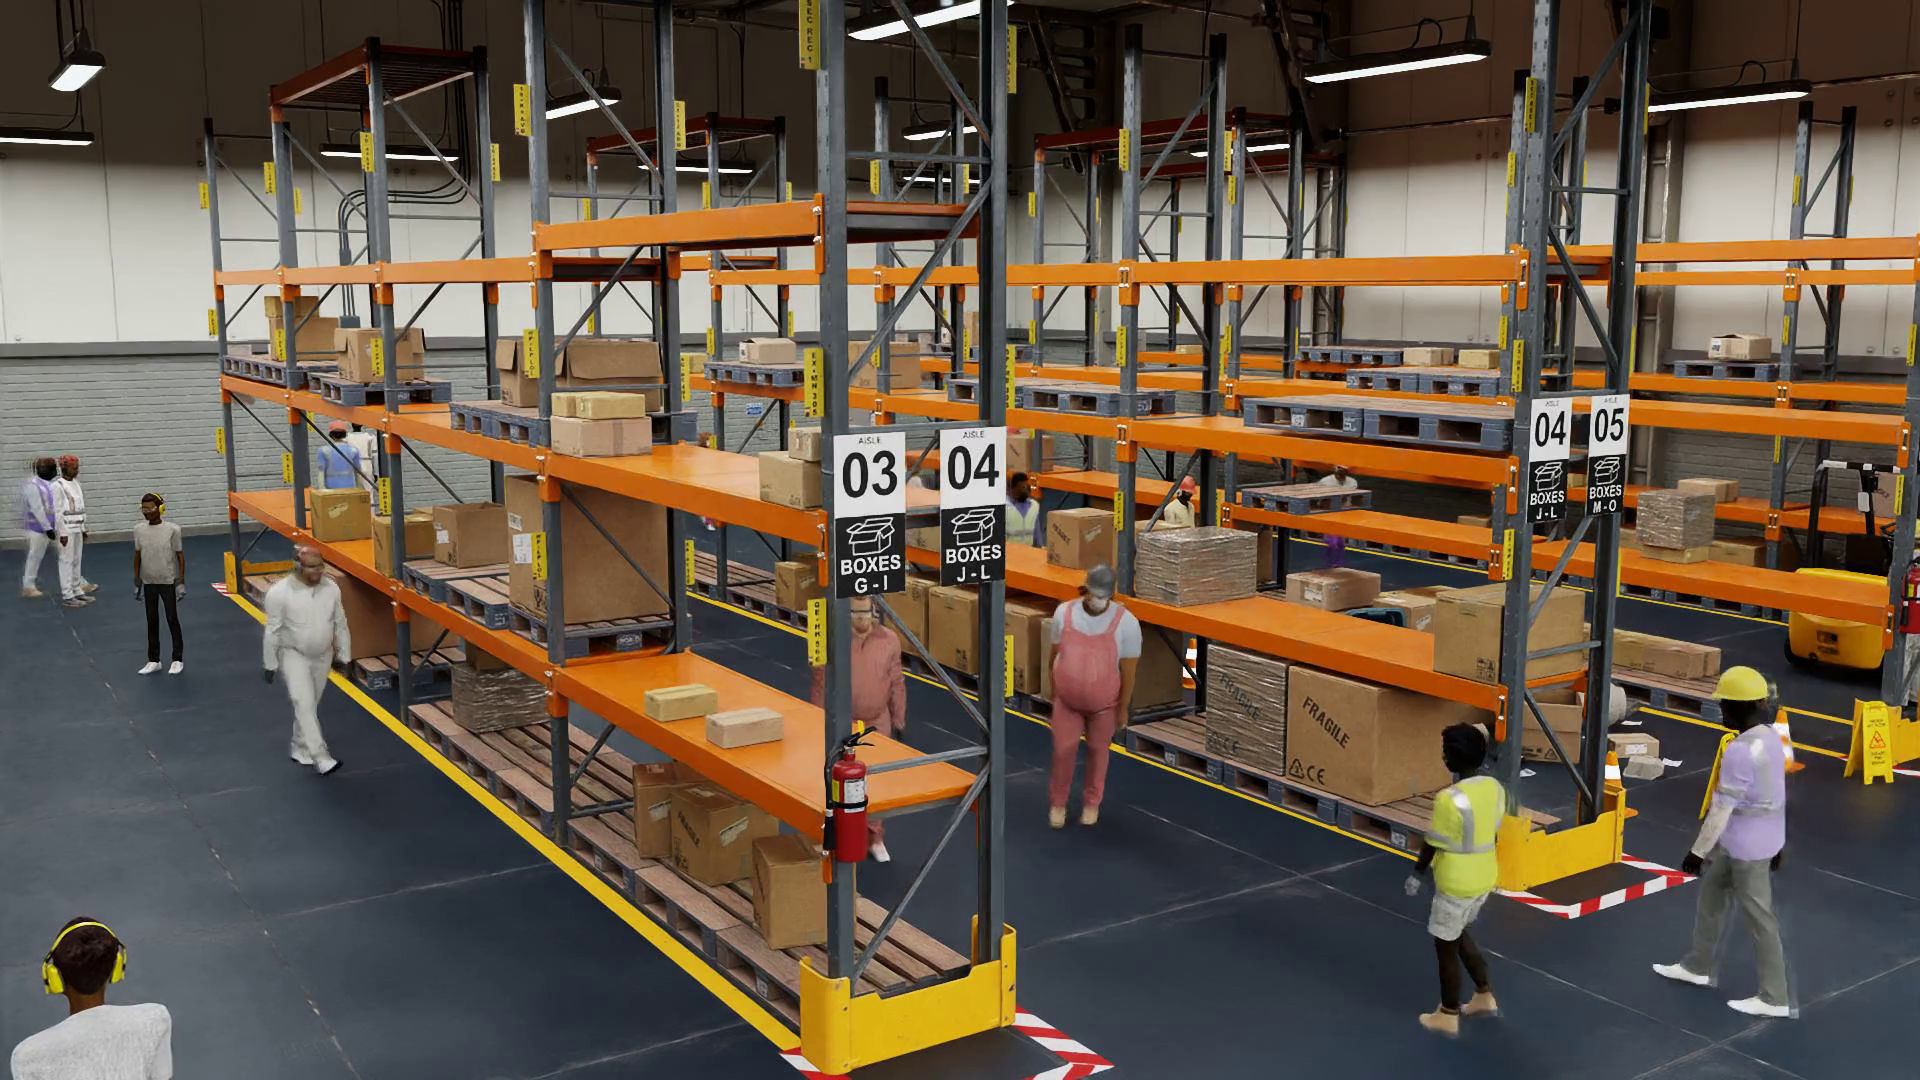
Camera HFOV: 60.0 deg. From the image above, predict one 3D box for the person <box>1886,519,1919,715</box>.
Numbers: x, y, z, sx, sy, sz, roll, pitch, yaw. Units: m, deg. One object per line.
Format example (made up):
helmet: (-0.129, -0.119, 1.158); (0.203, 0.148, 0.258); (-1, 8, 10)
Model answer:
person: (8.763, 0.700, 15.394); (0.600, 1.829, 0.404); (-5, 10, -29)

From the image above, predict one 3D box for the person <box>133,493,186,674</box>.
person: (-8.175, 0.445, 16.967); (0.535, 1.869, 0.314); (0, 9, 0)

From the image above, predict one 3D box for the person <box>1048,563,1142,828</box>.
person: (0.964, 1.100, 12.037); (0.695, 2.000, 0.626); (2, 9, 14)

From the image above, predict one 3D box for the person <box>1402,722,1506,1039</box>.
person: (2.594, 1.772, 8.720); (0.545, 1.688, 0.423); (-8, 12, -42)

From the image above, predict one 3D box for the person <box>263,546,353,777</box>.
person: (-5.214, 0.978, 13.461); (1.003, 1.848, 0.654); (6, 11, 37)

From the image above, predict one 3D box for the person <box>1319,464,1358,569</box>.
person: (5.098, -0.284, 22.278); (0.583, 1.729, 0.555); (-2, 9, -15)

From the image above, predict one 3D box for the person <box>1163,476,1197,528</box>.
person: (2.613, 0.110, 19.587); (0.327, 1.750, 0.561); (6, 11, 37)

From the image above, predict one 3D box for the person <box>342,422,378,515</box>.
person: (-9.826, -1.122, 27.209); (0.588, 1.927, 0.370); (-5, 10, -28)

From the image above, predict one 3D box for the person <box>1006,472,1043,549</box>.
person: (0.652, 0.175, 18.654); (0.613, 1.905, 0.436); (-6, 10, -33)

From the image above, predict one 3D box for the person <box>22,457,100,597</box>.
person: (-11.586, -0.153, 21.220); (0.927, 1.795, 0.617); (1, 9, 7)

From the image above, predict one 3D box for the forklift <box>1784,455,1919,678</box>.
forklift: (9.643, 0.253, 17.172); (2.313, 2.155, 1.214); (-6, 10, -33)

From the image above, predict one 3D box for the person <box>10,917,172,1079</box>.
person: (-2.857, 2.163, 5.531); (0.313, 1.869, 0.538); (8, 11, 41)

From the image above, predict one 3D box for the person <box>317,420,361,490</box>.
person: (-9.133, -0.752, 24.417); (0.654, 2.023, 0.650); (-6, 11, -36)

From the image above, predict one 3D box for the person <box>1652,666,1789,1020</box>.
person: (4.165, 1.623, 9.066); (0.873, 1.890, 0.597); (6, 10, 35)

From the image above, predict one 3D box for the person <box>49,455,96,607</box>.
person: (-11.036, -0.117, 20.665); (0.356, 1.884, 0.572); (-1, 9, -4)

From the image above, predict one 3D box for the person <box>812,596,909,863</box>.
person: (-0.675, 1.260, 11.451); (0.654, 1.900, 0.492); (-3, 9, -21)
